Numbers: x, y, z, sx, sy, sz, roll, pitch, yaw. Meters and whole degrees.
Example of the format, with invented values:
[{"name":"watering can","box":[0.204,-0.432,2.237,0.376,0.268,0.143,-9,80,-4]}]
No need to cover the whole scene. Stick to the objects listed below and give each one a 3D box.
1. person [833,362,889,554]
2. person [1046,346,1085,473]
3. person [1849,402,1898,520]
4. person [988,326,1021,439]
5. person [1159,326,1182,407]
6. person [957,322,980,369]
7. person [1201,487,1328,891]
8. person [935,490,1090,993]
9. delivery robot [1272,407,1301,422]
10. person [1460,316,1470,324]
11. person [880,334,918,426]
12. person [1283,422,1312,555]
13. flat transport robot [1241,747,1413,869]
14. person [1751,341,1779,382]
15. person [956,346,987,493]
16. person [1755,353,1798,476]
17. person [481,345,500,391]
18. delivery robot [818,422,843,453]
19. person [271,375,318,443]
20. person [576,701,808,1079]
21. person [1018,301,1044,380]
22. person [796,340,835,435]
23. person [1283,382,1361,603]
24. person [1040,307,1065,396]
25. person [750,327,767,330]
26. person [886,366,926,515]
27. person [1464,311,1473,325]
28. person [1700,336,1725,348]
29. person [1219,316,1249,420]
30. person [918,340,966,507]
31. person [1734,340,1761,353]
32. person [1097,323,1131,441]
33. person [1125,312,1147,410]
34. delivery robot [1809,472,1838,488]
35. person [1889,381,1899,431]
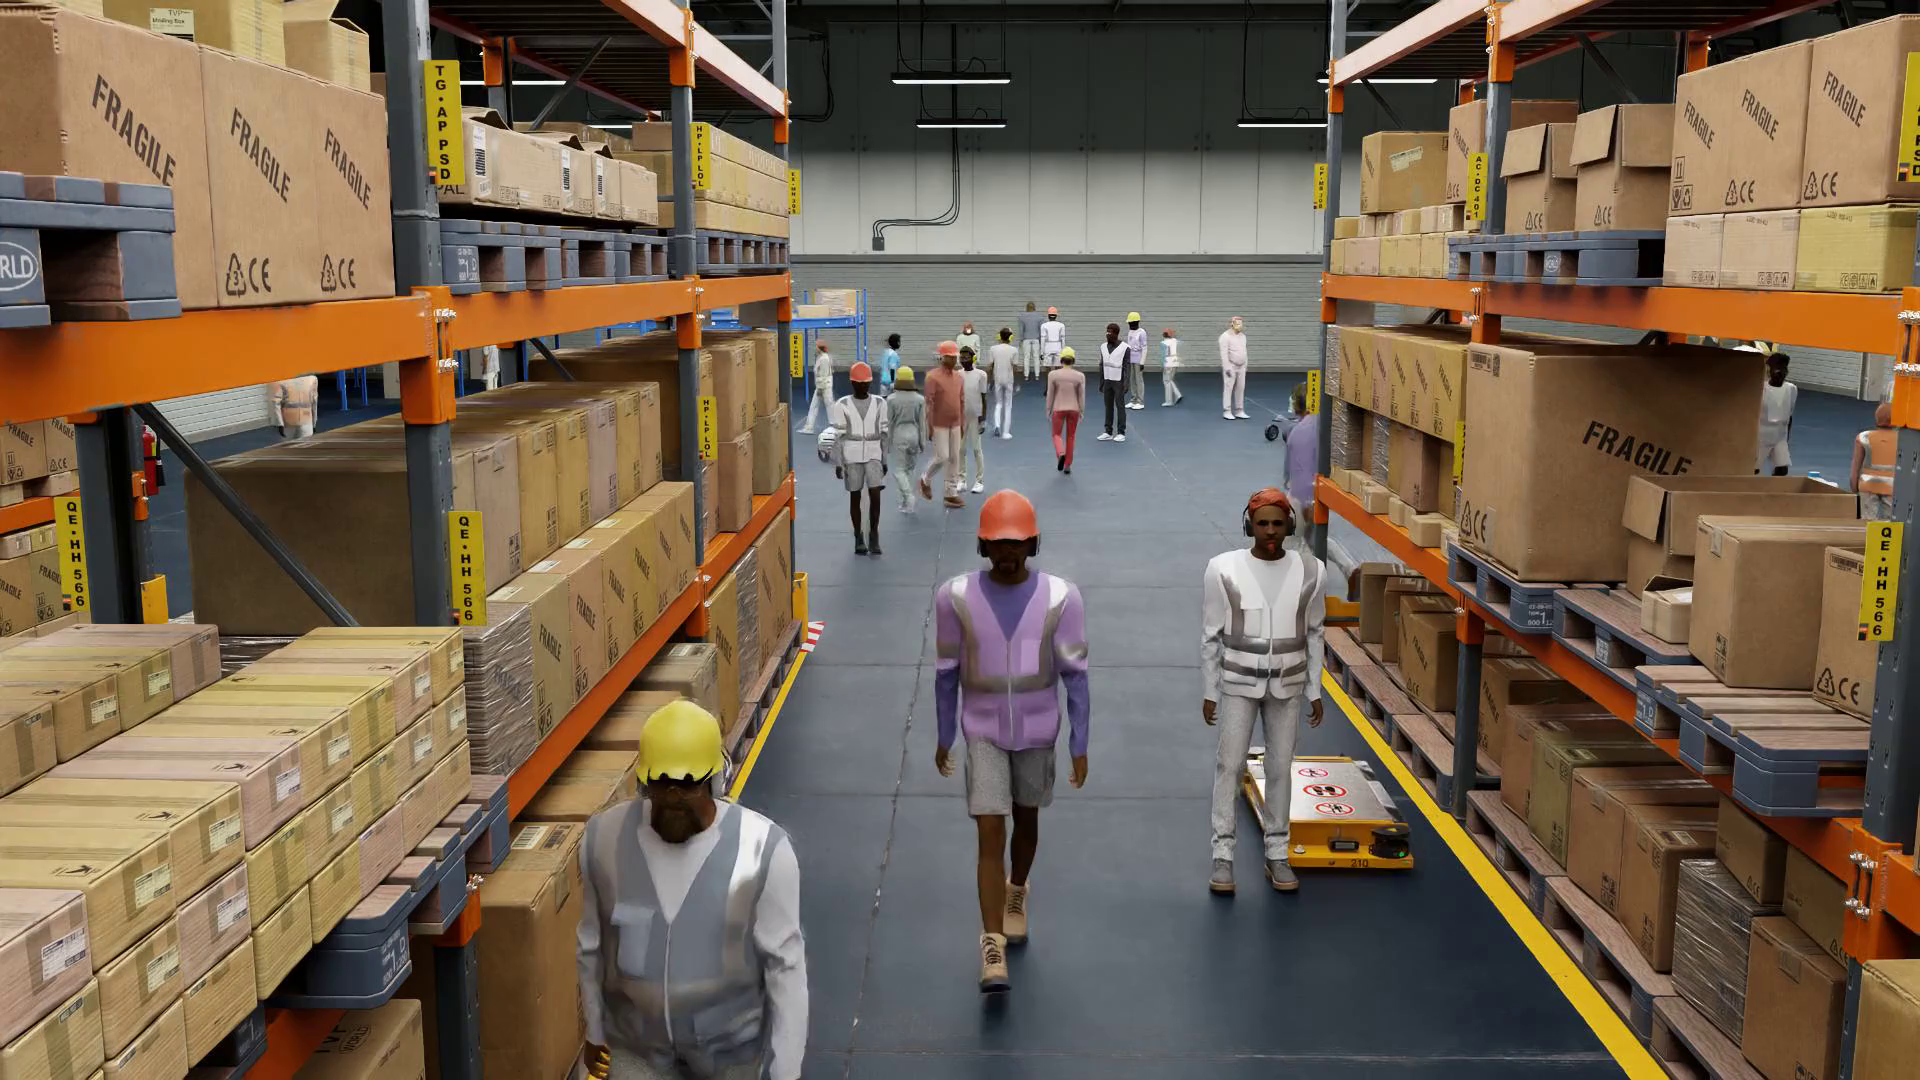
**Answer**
[{"name":"person","box":[-0.966,-0.796,16.469,0.565,1.914,0.698,-2,10,-10]},{"name":"person","box":[1.456,-1.776,22.816,0.539,1.750,0.527,0,9,-1]},{"name":"person","box":[8.438,-0.446,15.234,0.538,1.623,0.371,6,11,32]},{"name":"person","box":[0.736,-2.586,27.397,0.546,1.852,0.415,3,10,18]},{"name":"person","box":[4.201,-3.497,33.521,0.364,1.619,0.534,8,13,41]},{"name":"person","box":[0.172,-3.894,35.924,0.516,1.615,0.410,0,9,-2]},{"name":"person","box":[1.398,0.691,7.679,0.575,1.881,0.356,0,9,-1]},{"name":"person","box":[0.211,0.790,6.763,0.630,1.984,1.031,0,9,1]},{"name":"delivery robot","box":[5.427,-2.061,27.205,0.698,0.223,0.335,-6,11,-32]},{"name":"person","box":[8.542,-2.841,28.507,0.622,1.990,0.402,-5,11,-29]},{"name":"person","box":[-1.088,-2.760,28.995,0.834,1.654,0.542,-4,10,-20]},{"name":"person","box":[3.413,-0.596,16.153,0.530,1.620,0.365,4,10,21]},{"name":"flat transport robot","box":[1.861,1.362,8.604,0.652,0.197,1.431,0,9,2]},{"name":"person","box":[14.215,-2.917,29.433,0.621,1.838,0.429,-3,10,-16]},{"name":"person","box":[0.109,-1.535,21.099,0.495,1.861,0.329,5,11,26]},{"name":"person","box":[8.939,-1.100,18.303,0.618,1.909,0.982,-1,10,-7]},{"name":"person","box":[-8.439,-2.999,29.874,0.310,1.858,0.511,1,10,8]},{"name":"delivery robot","box":[-1.878,-1.495,24.588,0.477,0.478,0.707,1,10,5]},{"name":"person","box":[-8.360,-1.518,20.934,0.584,1.884,1.009,-7,12,-37]},{"name":"person","box":[-0.706,1.306,4.235,0.629,1.791,0.861,0,9,2]},{"name":"person","box":[1.762,-4.934,41.207,0.646,1.937,0.373,-1,10,-6]},{"name":"person","box":[-2.388,-2.521,27.709,0.770,1.606,0.536,-3,10,-16]},{"name":"person","box":[2.985,-0.364,13.895,0.769,1.919,0.627,7,12,38]},{"name":"person","box":[2.021,-4.138,36.441,0.550,1.935,0.375,-2,10,-10]},{"name":"person","box":[-3.717,-3.198,30.629,0.622,2.000,0.691,4,10,21]},{"name":"person","box":[-0.609,-1.137,19.144,0.493,1.723,0.727,-4,10,-22]},{"name":"person","box":[12.252,-4.694,39.933,0.664,1.887,0.656,-8,13,-41]},{"name":"person","box":[17.046,-4.267,37.645,0.959,1.793,0.529,-6,11,-31]},{"name":"person","box":[5.113,-3.195,30.910,0.661,1.905,0.410,-7,12,-35]},{"name":"person","box":[-0.186,-1.393,19.851,0.634,1.983,0.540,-9,13,-43]},{"name":"person","box":[12.361,-2.373,26.170,0.615,1.874,0.604,-4,10,-23]},{"name":"person","box":[2.531,-2.579,27.162,0.590,1.916,0.386,9,13,43]},{"name":"person","box":[3.478,-3.556,33.006,0.388,1.920,0.590,-4,10,-24]},{"name":"delivery robot","box":[9.646,-0.529,18.803,0.477,0.478,0.707,9,13,44]},{"name":"person","box":[11.158,-1.235,19.376,0.597,1.820,0.762,-5,11,-28]}]
